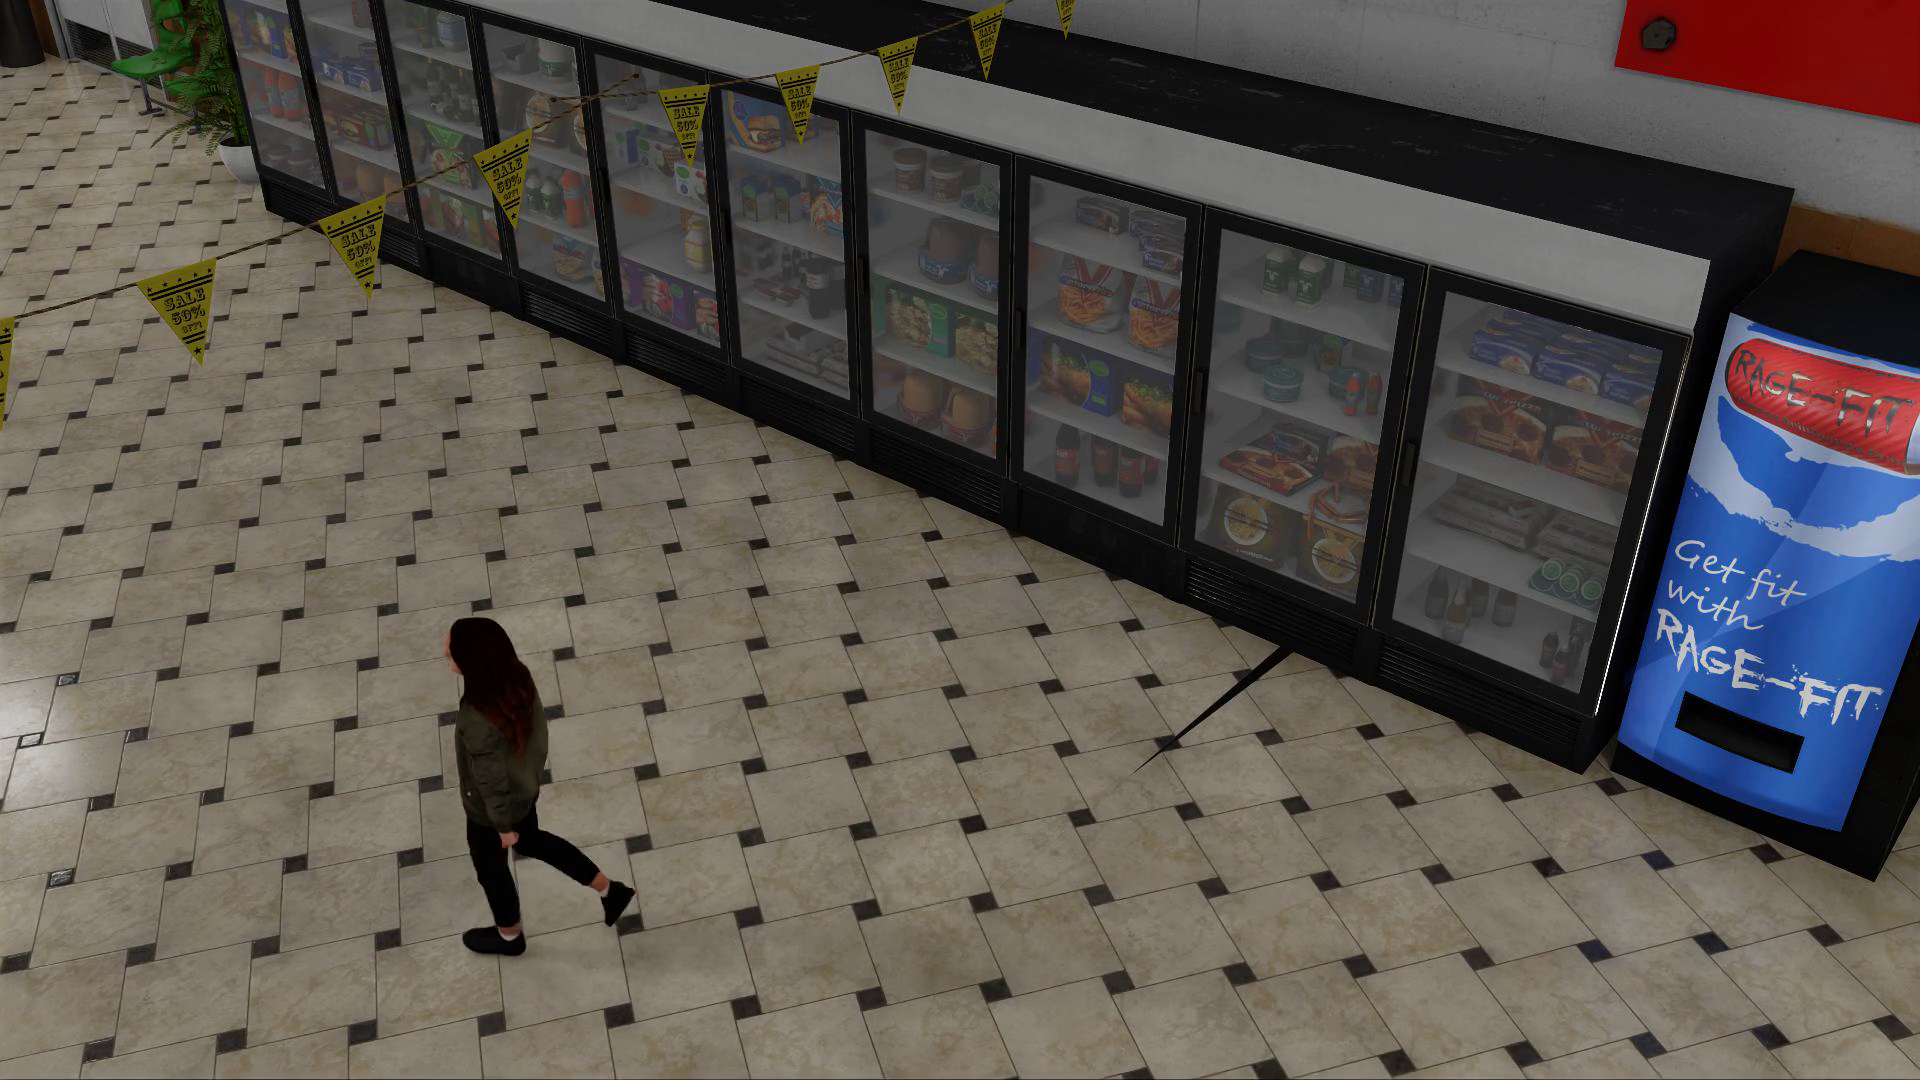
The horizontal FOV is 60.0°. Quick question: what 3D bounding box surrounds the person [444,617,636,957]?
[{"bbox_3d":[-1.496,0.872,5.732,0.892,1.462,0.906,3,32,6],"label":"person"}]
